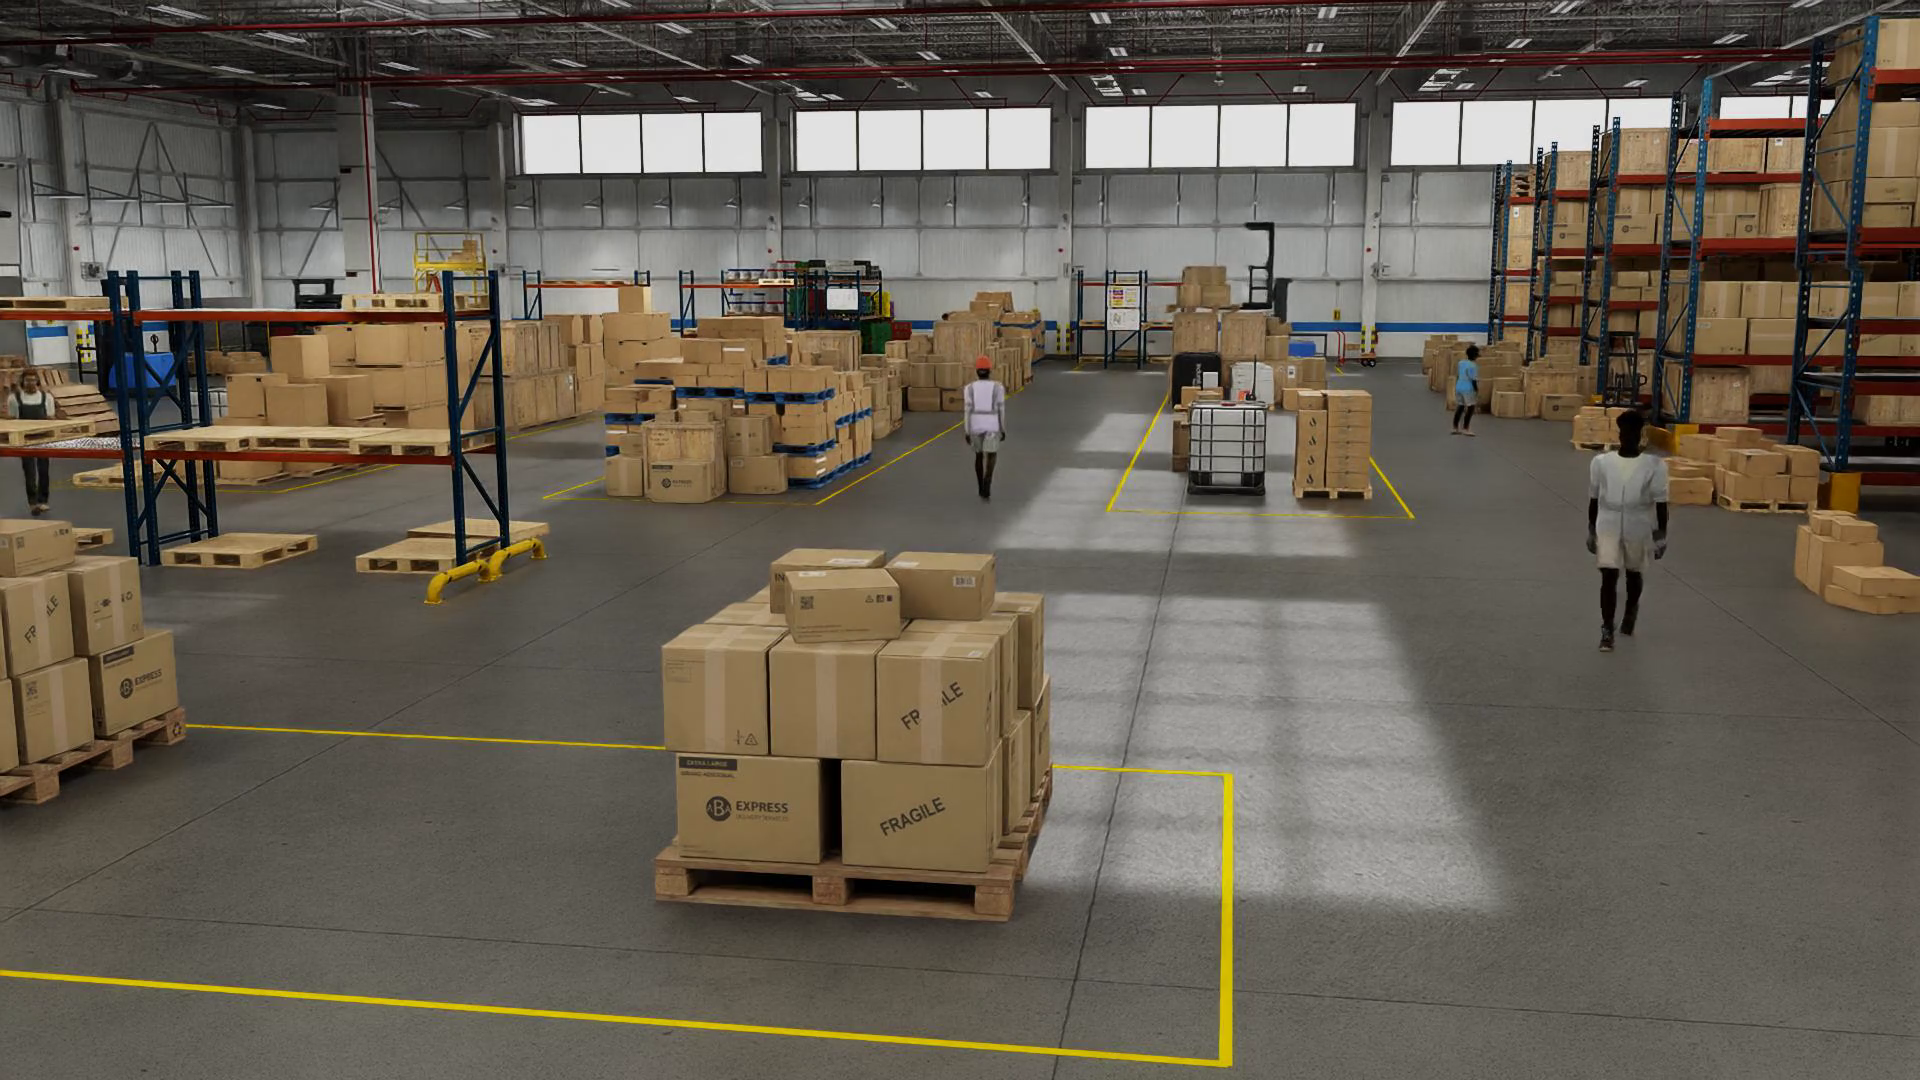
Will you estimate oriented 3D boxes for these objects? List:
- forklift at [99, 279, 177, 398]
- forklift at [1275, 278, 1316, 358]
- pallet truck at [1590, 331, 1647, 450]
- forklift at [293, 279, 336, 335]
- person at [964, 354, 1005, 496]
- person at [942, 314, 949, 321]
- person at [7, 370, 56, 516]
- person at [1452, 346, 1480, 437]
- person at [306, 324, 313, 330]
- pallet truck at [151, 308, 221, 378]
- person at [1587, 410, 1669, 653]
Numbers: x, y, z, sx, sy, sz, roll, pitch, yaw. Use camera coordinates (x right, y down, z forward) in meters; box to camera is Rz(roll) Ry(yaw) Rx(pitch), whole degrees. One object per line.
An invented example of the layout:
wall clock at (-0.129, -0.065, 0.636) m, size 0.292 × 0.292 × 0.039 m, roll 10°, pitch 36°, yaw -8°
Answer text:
forklift at (-19.606, -4.720, 39.027) m, size 1.873 × 2.768 × 1.129 m, roll 1°, pitch 9°, yaw 9°
forklift at (8.750, -5.739, 45.311) m, size 1.873 × 2.768 × 1.129 m, roll 1°, pitch 9°, yaw 9°
pallet truck at (11.253, -2.573, 28.499) m, size 0.823 × 1.965 × 1.885 m, roll 5°, pitch 10°, yaw 27°
forklift at (-16.288, -5.218, 42.099) m, size 1.129 × 2.768 × 1.873 m, roll -7°, pitch 12°, yaw -37°
person at (0.317, -1.511, 22.192) m, size 0.555 × 1.924 × 0.725 m, roll 1°, pitch 9°, yaw 8°
person at (-0.420, -5.234, 45.325) m, size 0.623 × 1.852 × 1.006 m, roll 3°, pitch 10°, yaw 19°
person at (-11.521, -1.211, 20.713) m, size 0.563 × 1.793 × 0.961 m, roll -6°, pitch 11°, yaw -33°
person at (9.289, -2.731, 30.492) m, size 0.326 × 1.663 × 0.588 m, roll -1°, pitch 9°, yaw -7°
person at (-17.211, -4.902, 44.032) m, size 0.533 × 1.610 × 0.473 m, roll -8°, pitch 12°, yaw -42°
pallet truck at (-21.869, -5.598, 47.154) m, size 0.823 × 1.965 × 1.885 m, roll 4°, pitch 10°, yaw 26°
person at (5.411, -0.102, 13.493) m, size 0.619 × 1.928 × 0.981 m, roll 5°, pitch 10°, yaw 26°
